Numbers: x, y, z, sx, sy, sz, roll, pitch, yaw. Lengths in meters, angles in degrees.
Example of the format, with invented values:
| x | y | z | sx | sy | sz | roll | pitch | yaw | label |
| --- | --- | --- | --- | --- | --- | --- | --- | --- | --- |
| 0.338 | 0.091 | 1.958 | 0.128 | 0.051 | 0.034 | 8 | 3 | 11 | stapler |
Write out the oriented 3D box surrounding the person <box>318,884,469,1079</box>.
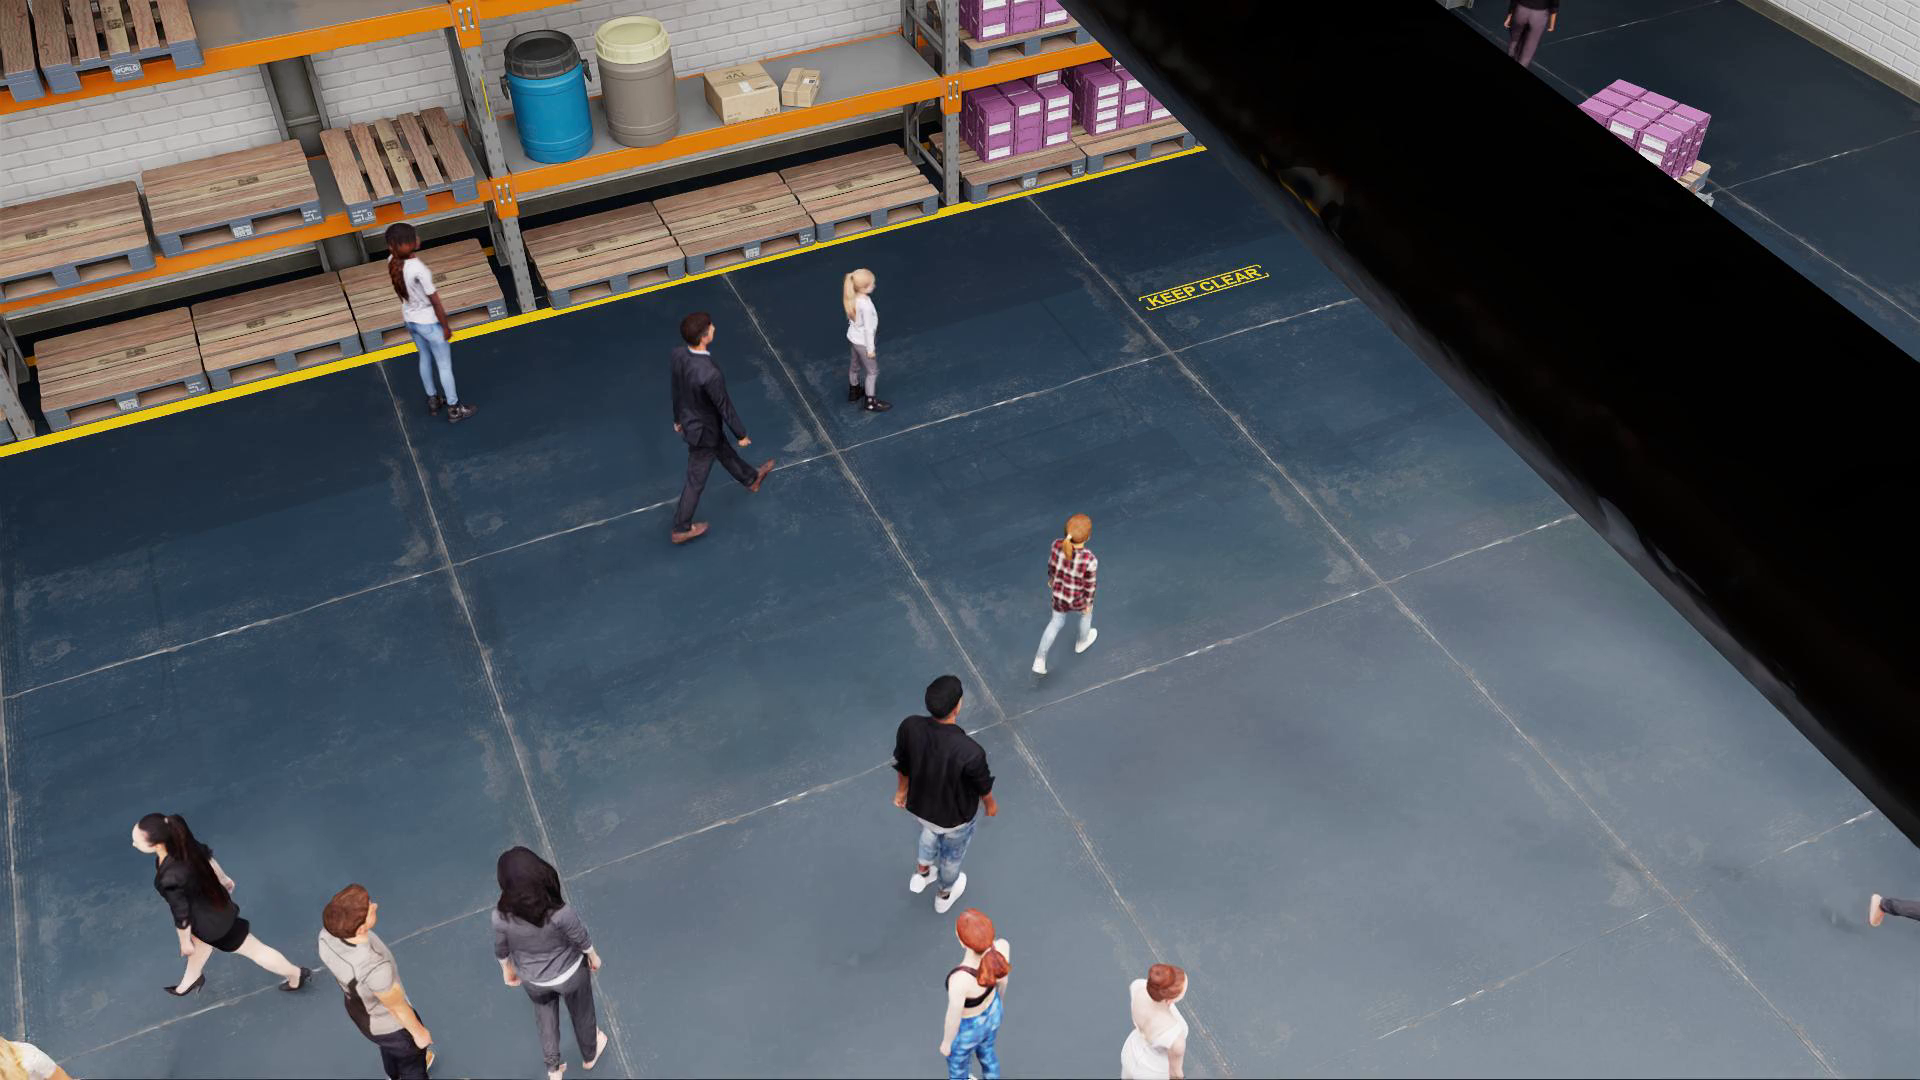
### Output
| x | y | z | sx | sy | sz | roll | pitch | yaw | label |
| --- | --- | --- | --- | --- | --- | --- | --- | --- | --- |
| -2.931 | 2.349 | 8.366 | 0.778 | 1.894 | 0.760 | 31 | 51 | 28 | person |

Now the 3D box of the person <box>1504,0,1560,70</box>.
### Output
| x | y | z | sx | sy | sz | roll | pitch | yaw | label |
| --- | --- | --- | --- | --- | --- | --- | --- | --- | --- |
| 5.539 | -5.035 | 16.290 | 0.793 | 1.656 | 0.871 | 24 | 49 | 23 | person |

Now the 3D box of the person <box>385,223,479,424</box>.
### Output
| x | y | z | sx | sy | sz | roll | pitch | yaw | label |
| --- | --- | --- | --- | --- | --- | --- | --- | --- | --- |
| -4.089 | -1.660 | 12.699 | 0.665 | 1.721 | 0.681 | 25 | 49 | 24 | person |

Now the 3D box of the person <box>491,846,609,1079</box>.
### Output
| x | y | z | sx | sy | sz | roll | pitch | yaw | label |
| --- | --- | --- | --- | --- | --- | --- | --- | --- | --- |
| -2.121 | 2.292 | 8.538 | 0.778 | 1.739 | 0.840 | 2 | 44 | 2 | person |

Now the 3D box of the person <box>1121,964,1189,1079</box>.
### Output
| x | y | z | sx | sy | sz | roll | pitch | yaw | label |
| --- | --- | --- | --- | --- | --- | --- | --- | --- | --- |
| 0.910 | 2.596 | 8.177 | 0.490 | 1.796 | 0.567 | -20 | 47 | -19 | person |

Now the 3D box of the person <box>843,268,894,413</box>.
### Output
| x | y | z | sx | sy | sz | roll | pitch | yaw | label |
| --- | --- | --- | --- | --- | --- | --- | --- | --- | --- |
| -0.779 | -1.559 | 12.916 | 0.502 | 1.275 | 0.508 | -22 | 48 | -21 | person |

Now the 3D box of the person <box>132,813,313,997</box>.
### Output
| x | y | z | sx | sy | sz | roll | pitch | yaw | label |
| --- | --- | --- | --- | --- | --- | --- | --- | --- | --- |
| -3.917 | 1.989 | 8.918 | 1.052 | 1.653 | 0.707 | -10 | 45 | -10 | person |

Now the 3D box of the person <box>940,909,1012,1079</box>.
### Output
| x | y | z | sx | sy | sz | roll | pitch | yaw | label |
| --- | --- | --- | --- | --- | --- | --- | --- | --- | --- |
| 0.080 | 2.439 | 8.351 | 0.714 | 1.785 | 0.627 | 34 | 53 | 30 | person |

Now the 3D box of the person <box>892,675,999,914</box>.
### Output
| x | y | z | sx | sy | sz | roll | pitch | yaw | label |
| --- | --- | --- | --- | --- | --- | --- | --- | --- | --- |
| -0.155 | 1.513 | 9.317 | 0.813 | 1.792 | 0.821 | 27 | 50 | 26 | person |

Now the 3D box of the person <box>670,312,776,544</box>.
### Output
| x | y | z | sx | sy | sz | roll | pitch | yaw | label |
| --- | --- | --- | --- | --- | --- | --- | --- | --- | --- |
| -1.856 | -0.736 | 11.668 | 1.322 | 1.807 | 0.939 | -32 | 52 | -29 | person |

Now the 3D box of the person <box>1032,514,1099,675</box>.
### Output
| x | y | z | sx | sy | sz | roll | pitch | yaw | label |
| --- | --- | --- | --- | --- | --- | --- | --- | --- | --- |
| 0.692 | 0.377 | 10.874 | 0.792 | 1.288 | 0.959 | 25 | 49 | 24 | person |
